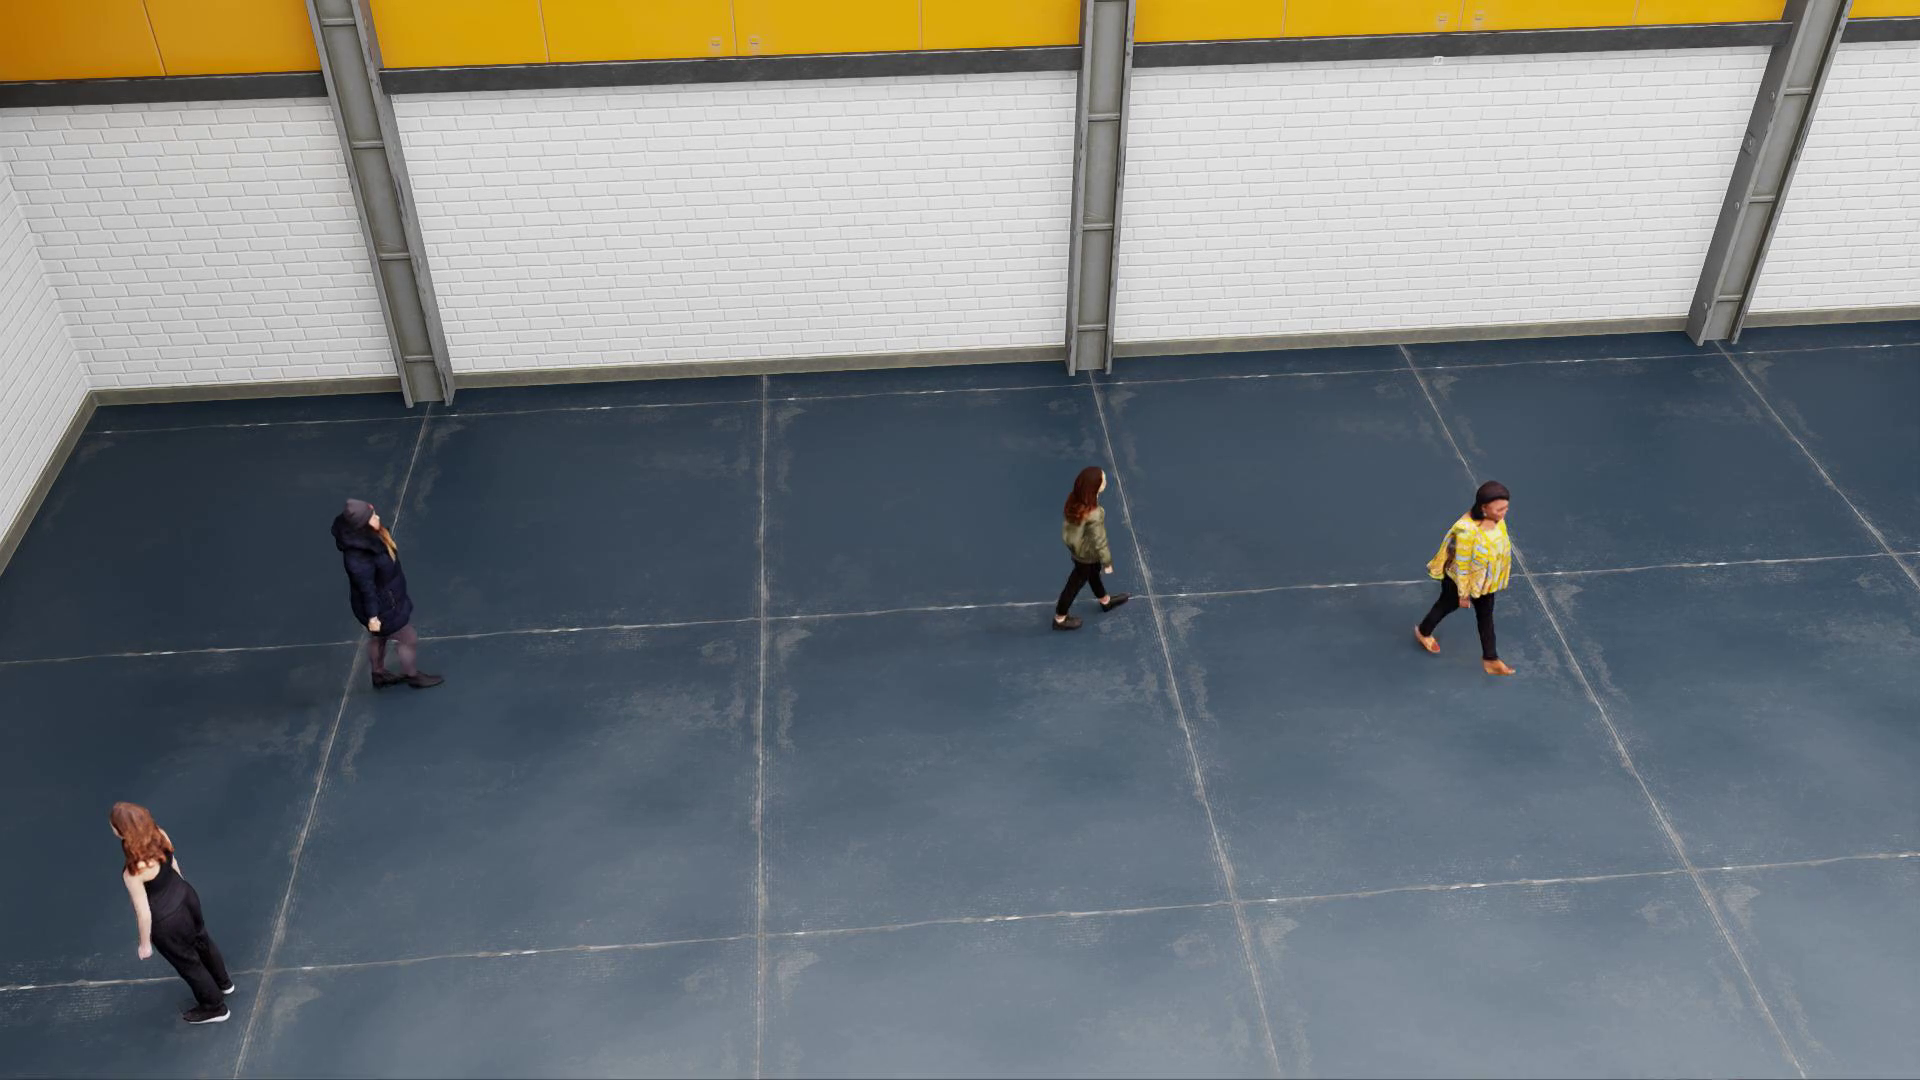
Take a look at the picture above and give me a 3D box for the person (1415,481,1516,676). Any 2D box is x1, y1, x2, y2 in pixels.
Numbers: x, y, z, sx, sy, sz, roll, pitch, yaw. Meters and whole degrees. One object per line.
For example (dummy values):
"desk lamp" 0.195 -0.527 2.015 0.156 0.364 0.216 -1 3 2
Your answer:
"person" 3.557 0.232 11.856 1.106 1.612 1.116 -29 47 -32

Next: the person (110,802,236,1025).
"person" -4.426 2.108 9.399 0.567 1.747 0.603 0 39 0

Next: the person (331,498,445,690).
"person" -4.130 0.422 11.583 0.780 1.655 0.727 -9 39 -11

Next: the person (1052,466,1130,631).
"person" 0.840 0.089 12.163 0.913 1.452 0.704 -10 40 -12
